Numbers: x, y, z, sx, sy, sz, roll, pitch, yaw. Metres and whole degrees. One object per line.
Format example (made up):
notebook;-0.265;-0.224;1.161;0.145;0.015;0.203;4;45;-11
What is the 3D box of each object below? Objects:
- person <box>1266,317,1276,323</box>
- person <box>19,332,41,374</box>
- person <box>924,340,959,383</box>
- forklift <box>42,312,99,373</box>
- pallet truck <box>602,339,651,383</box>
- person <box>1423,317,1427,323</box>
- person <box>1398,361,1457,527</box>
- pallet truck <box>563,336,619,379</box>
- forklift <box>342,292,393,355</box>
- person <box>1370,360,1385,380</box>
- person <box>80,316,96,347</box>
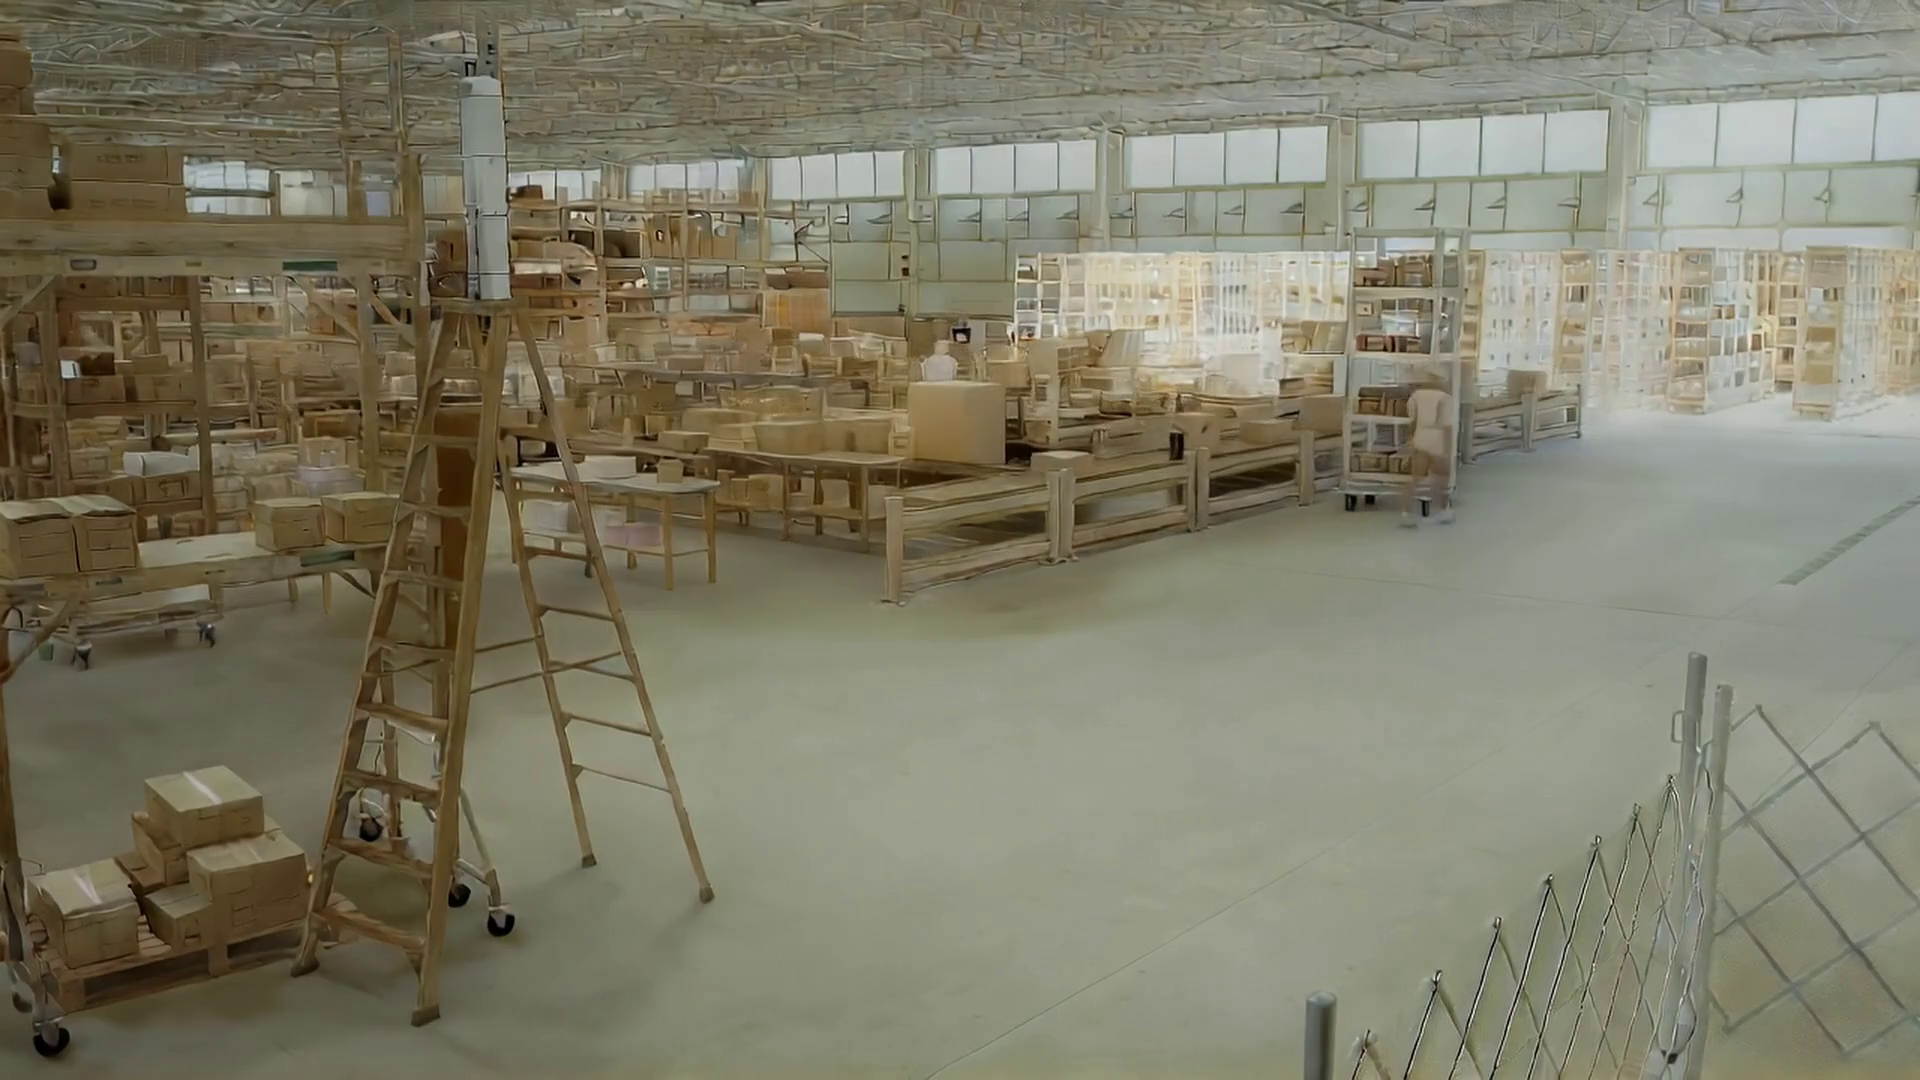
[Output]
person;9.212;-5.788;48.901;0.619;1.997;0.373;-4;10;-26
person;-22.315;-4.171;39.939;0.497;1.634;0.279;2;9;11
person;-0.305;-2.506;28.751;0.640;1.899;0.397;4;10;23
forklift;-23.779;-5.451;44.052;1.873;2.768;1.129;7;11;36
pallet truck;-8.991;-4.871;45.351;0.653;1.274;1.630;7;11;37
person;13.146;-5.397;46.959;0.588;1.837;0.403;1;9;6
person;5.623;-1.141;19.923;1.027;1.999;0.621;-8;12;-40
pallet truck;-10.690;-5.294;48.215;1.601;1.201;0.680;-5;10;-26
forklift;-16.485;-5.622;45.120;1.129;2.768;1.873;7;11;37
person;9.061;-3.601;36.056;0.853;1.725;0.552;7;12;39
person;-28.662;-6.540;54.632;0.557;1.643;0.890;6;11;33
